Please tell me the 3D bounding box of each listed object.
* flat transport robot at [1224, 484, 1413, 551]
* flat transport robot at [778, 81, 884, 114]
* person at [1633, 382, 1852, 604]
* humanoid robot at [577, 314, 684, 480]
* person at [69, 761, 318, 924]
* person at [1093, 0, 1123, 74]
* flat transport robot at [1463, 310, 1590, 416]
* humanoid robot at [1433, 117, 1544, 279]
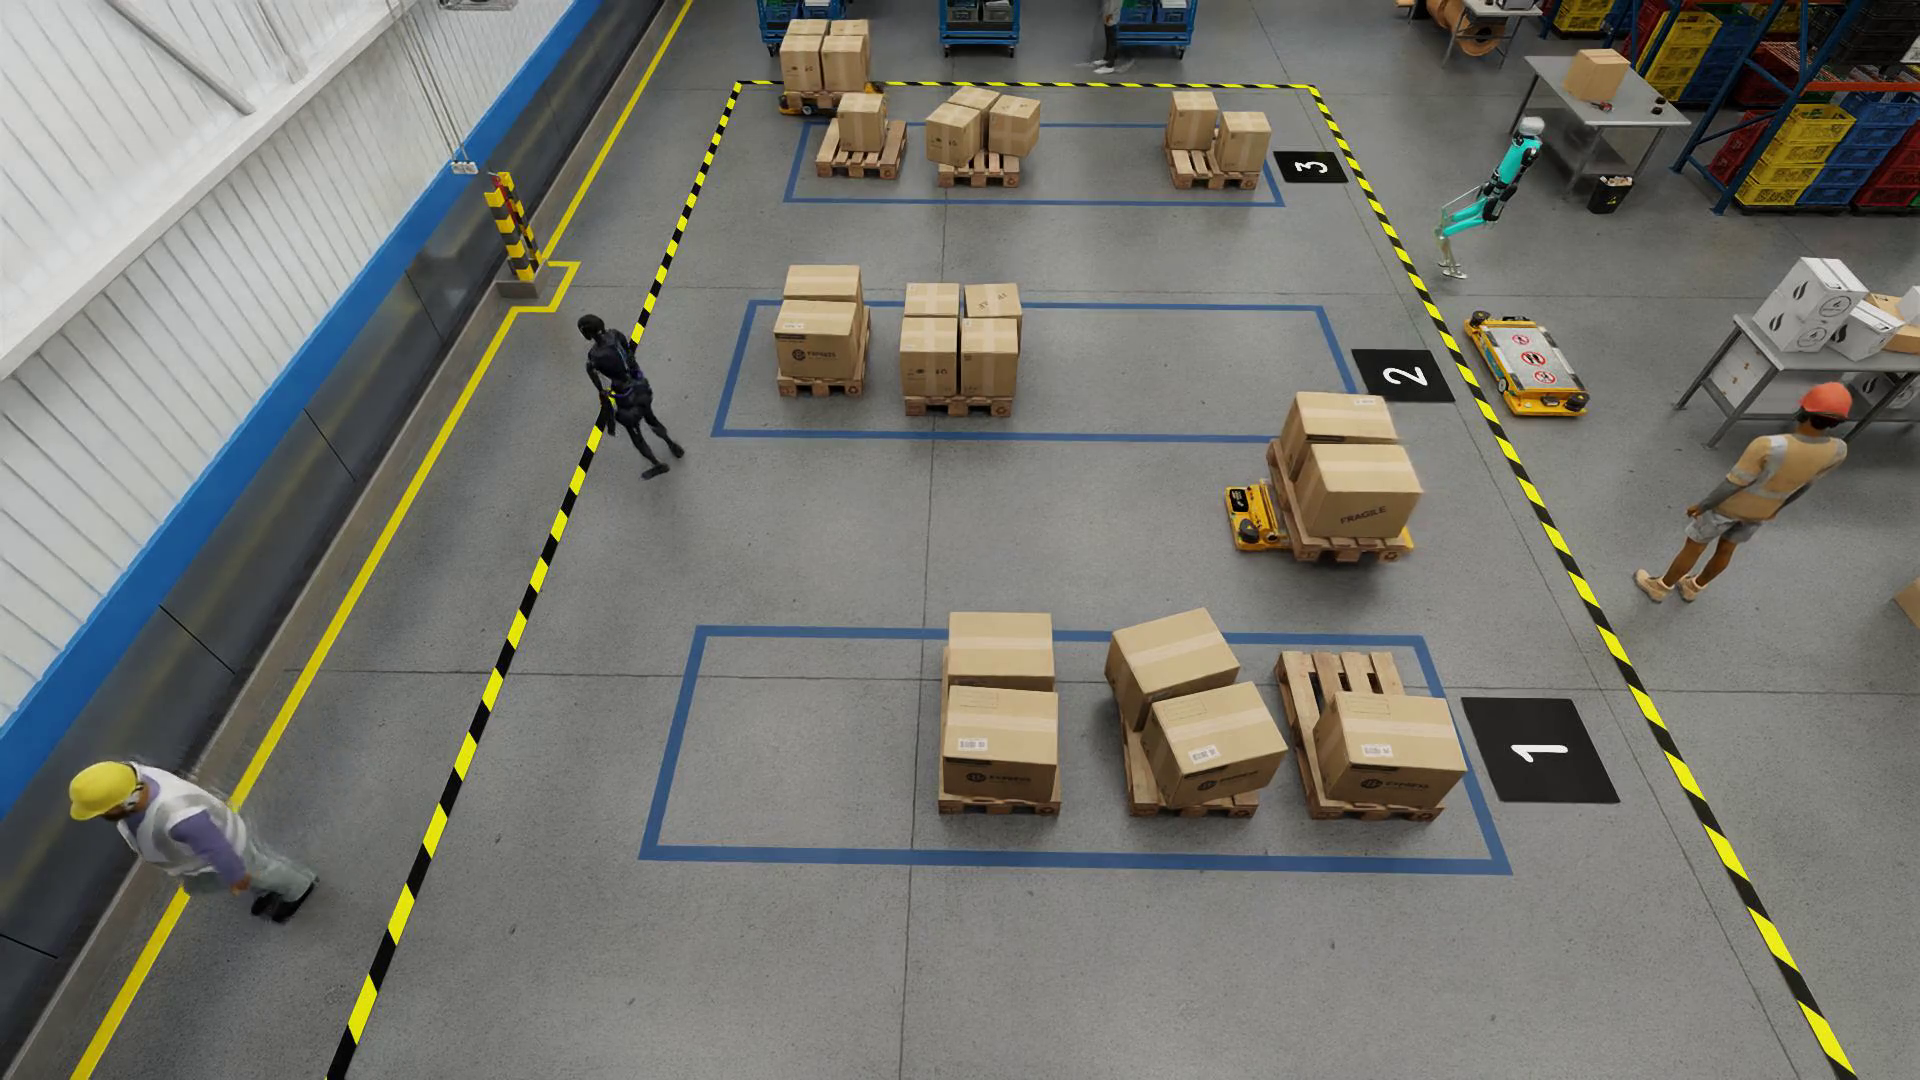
[{"bbox_3d":[3.010,-0.216,7.702,1.431,0.197,0.652,1,49,1],"label":"flat transport robot"},{"bbox_3d":[-1.808,-6.253,12.927,1.431,0.197,0.652,1,49,1],"label":"flat transport robot"},{"bbox_3d":[5.630,-0.283,6.613,0.609,2.031,0.402,2,49,2],"label":"person"},{"bbox_3d":[-2.730,-1.188,7.631,0.410,1.645,0.588,11,50,9],"label":"humanoid robot"},{"bbox_3d":[-4.169,1.708,5.028,0.626,1.816,0.478,20,52,16],"label":"person"},{"bbox_3d":[2.140,-7.703,13.153,0.397,1.850,0.597,4,49,3],"label":"person"},{"bbox_3d":[5.573,-1.757,9.054,0.659,0.231,1.431,1,49,1],"label":"flat transport robot"},{"bbox_3d":[5.366,-3.558,9.552,0.735,1.677,0.533,8,50,7],"label":"humanoid robot"}]
